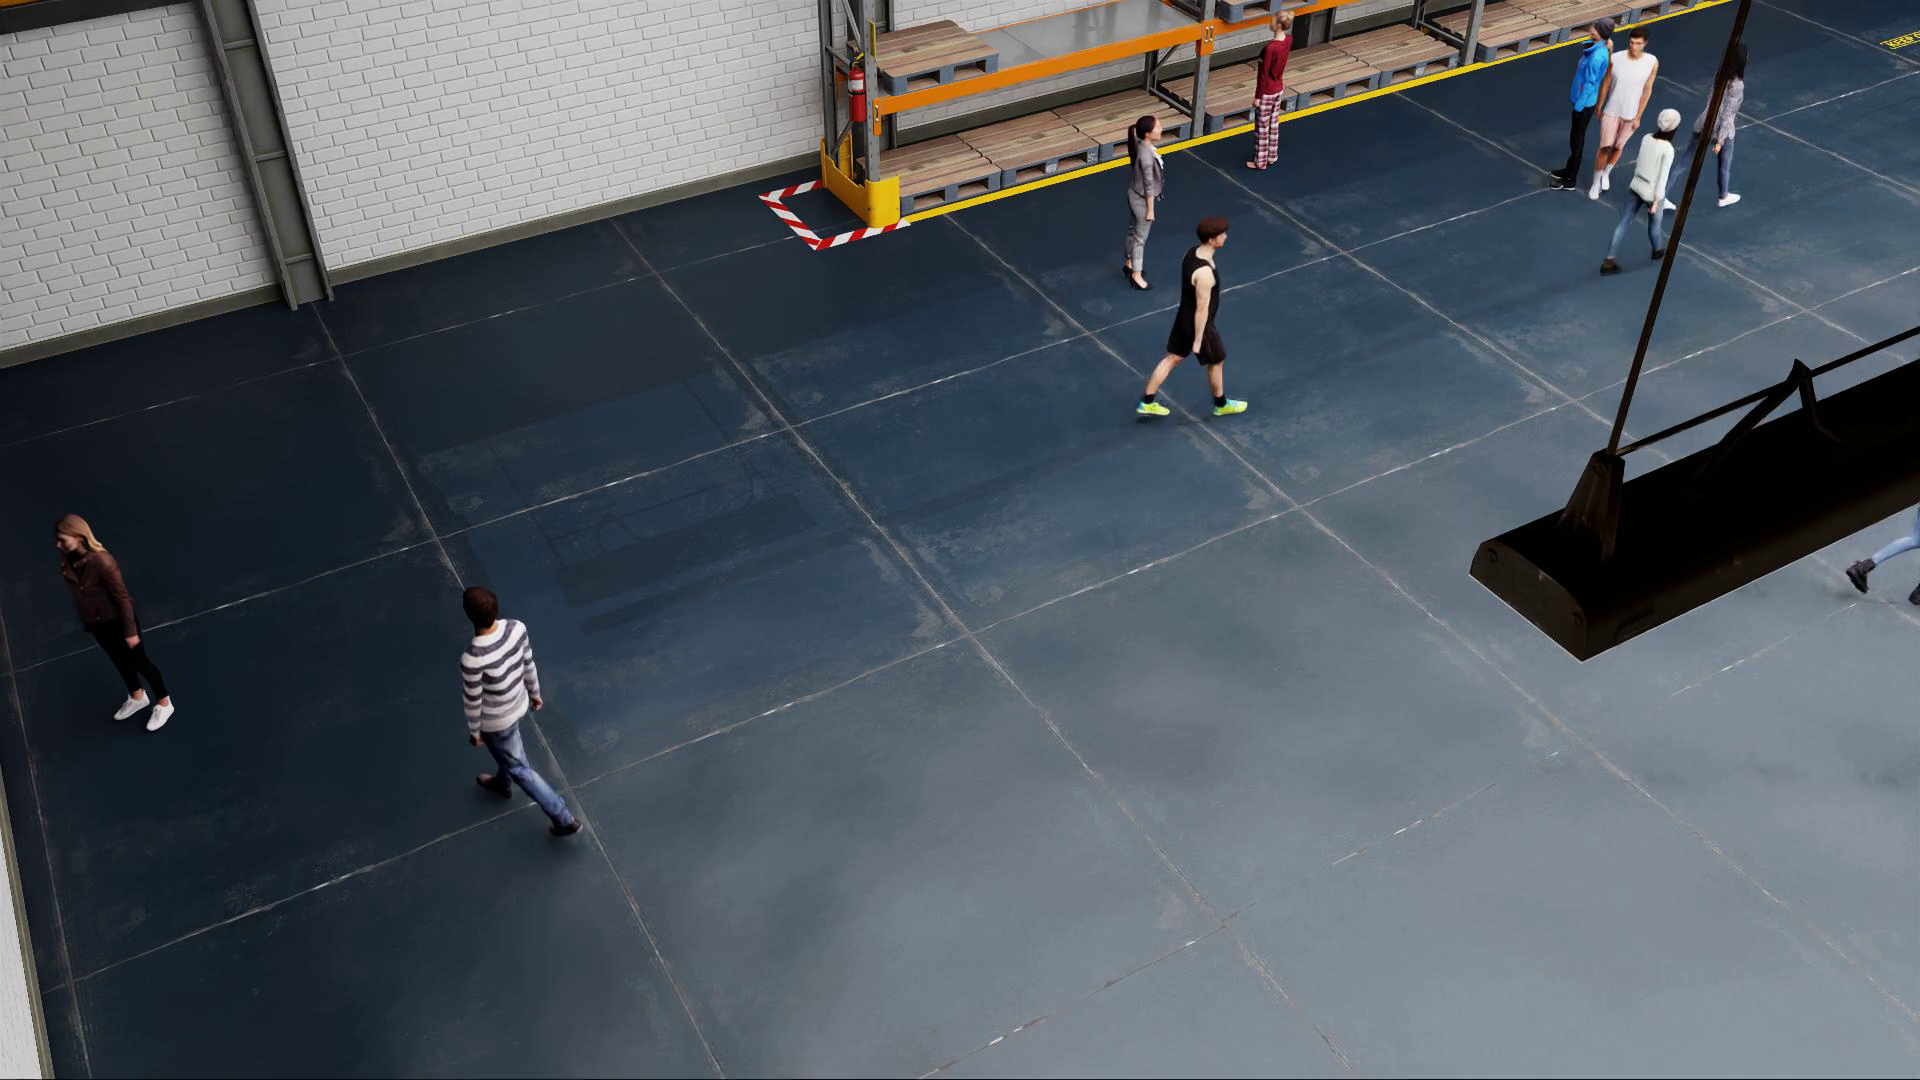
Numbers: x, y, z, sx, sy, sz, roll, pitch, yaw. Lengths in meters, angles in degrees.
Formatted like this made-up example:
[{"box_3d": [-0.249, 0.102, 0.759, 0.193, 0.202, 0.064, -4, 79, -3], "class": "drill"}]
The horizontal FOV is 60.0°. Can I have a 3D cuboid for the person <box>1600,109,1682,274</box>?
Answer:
[{"box_3d": [6.339, -3.225, 15.520, 1.076, 1.604, 0.652, -17, 42, -20], "class": "person"}]

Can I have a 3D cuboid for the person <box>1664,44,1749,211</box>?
[{"box_3d": [7.356, -4.019, 16.454, 1.263, 1.680, 0.851, -8, 39, -10], "class": "person"}]

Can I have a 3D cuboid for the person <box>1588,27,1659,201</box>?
[{"box_3d": [6.713, -4.371, 16.833, 0.900, 1.756, 0.970, 12, 40, 14], "class": "person"}]

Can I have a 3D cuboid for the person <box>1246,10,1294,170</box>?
[{"box_3d": [3.217, -4.678, 17.273, 0.742, 1.687, 0.565, 27, 46, 30], "class": "person"}]

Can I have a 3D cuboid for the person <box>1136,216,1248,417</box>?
[{"box_3d": [1.828, -1.754, 13.482, 1.259, 1.848, 0.925, -8, 39, -10], "class": "person"}]

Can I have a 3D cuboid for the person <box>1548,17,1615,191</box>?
[{"box_3d": [6.334, -4.425, 16.873, 0.751, 1.791, 0.667, 13, 41, 16], "class": "person"}]

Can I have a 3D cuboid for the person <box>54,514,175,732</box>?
[{"box_3d": [-5.487, 0.513, 10.759, 0.676, 1.704, 0.698, 16, 41, 19], "class": "person"}]

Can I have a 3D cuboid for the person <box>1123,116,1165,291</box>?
[{"box_3d": [1.670, -3.121, 15.330, 0.711, 1.679, 0.703, -5, 39, -6], "class": "person"}]

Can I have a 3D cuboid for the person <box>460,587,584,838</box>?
[{"box_3d": [-2.670, 1.072, 9.973, 1.113, 1.813, 1.200, 19, 42, 22], "class": "person"}]
